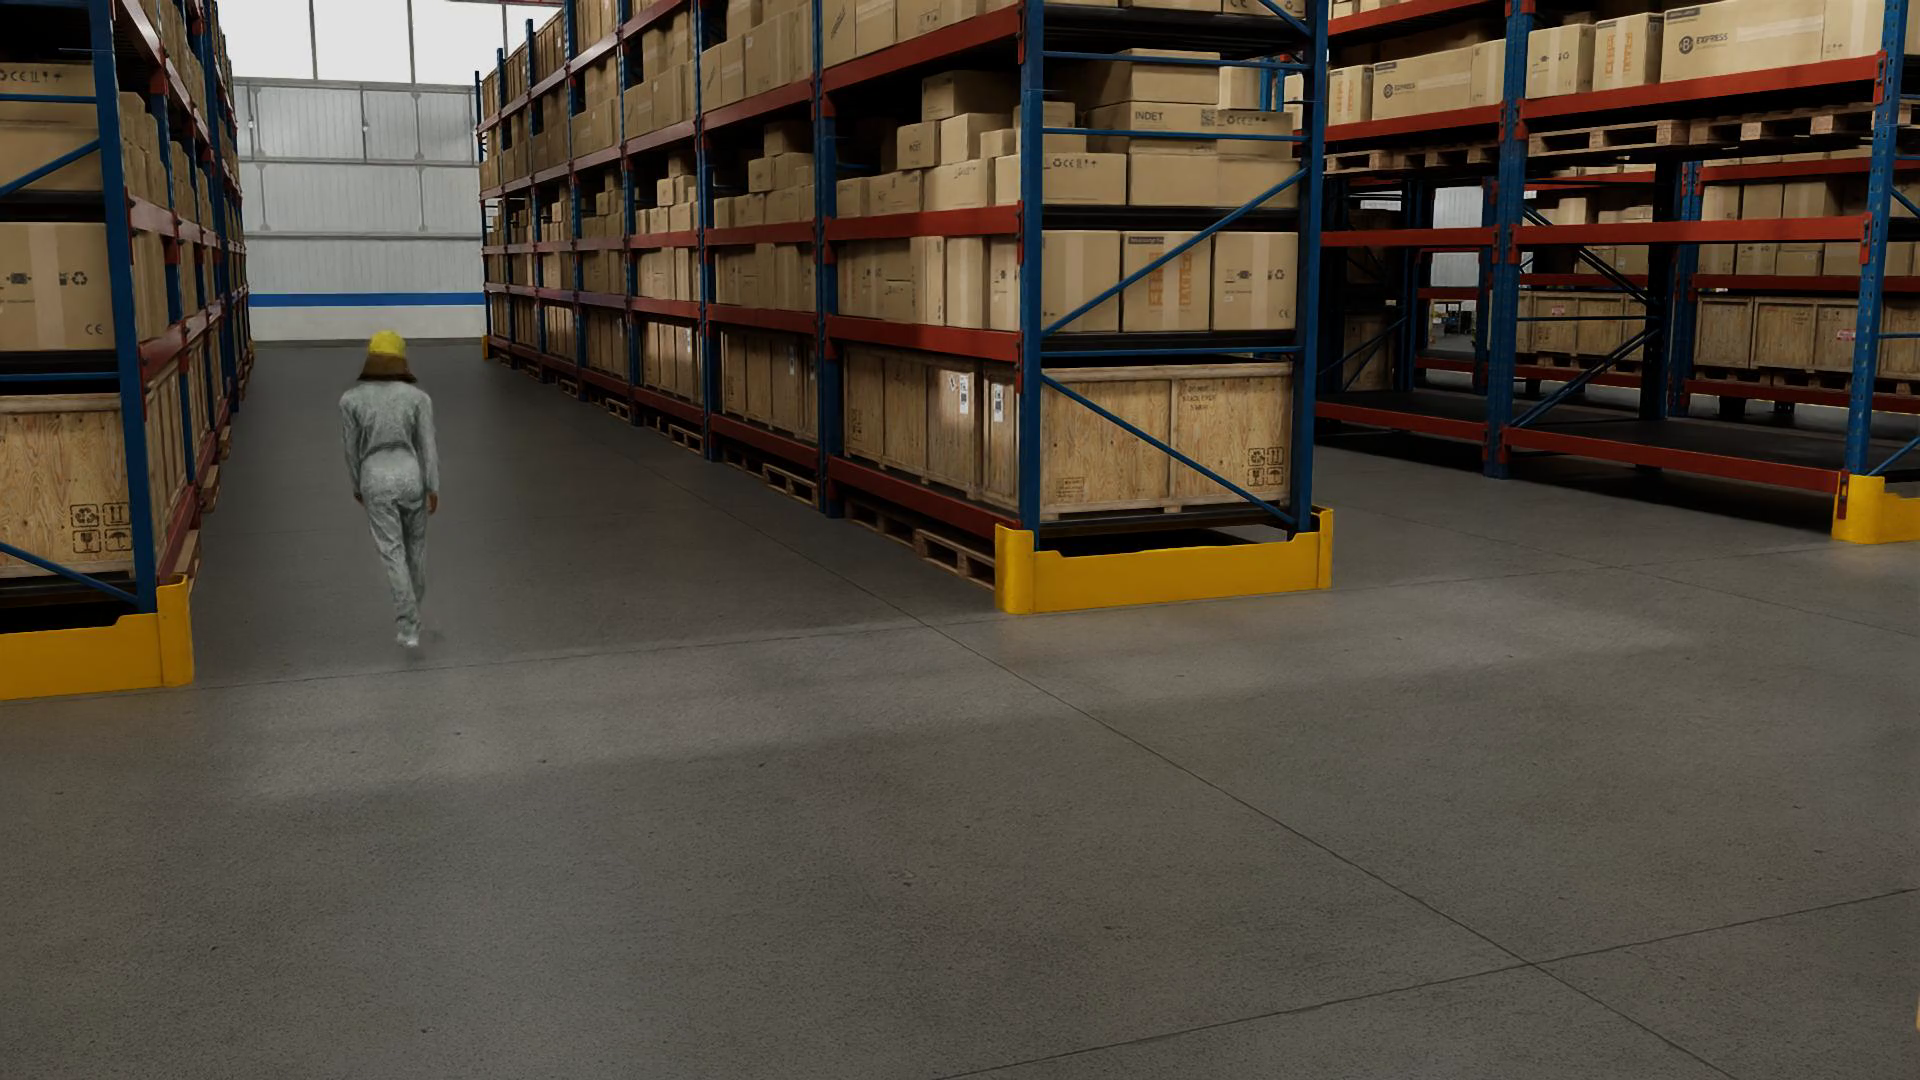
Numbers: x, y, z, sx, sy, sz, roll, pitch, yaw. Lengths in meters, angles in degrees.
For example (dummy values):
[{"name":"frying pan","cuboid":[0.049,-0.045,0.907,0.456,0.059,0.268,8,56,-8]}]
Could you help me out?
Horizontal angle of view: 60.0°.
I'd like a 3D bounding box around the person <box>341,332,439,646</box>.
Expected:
[{"name":"person","cuboid":[-3.143,-0.296,9.180,0.484,1.688,0.888,-5,11,-28]}]
